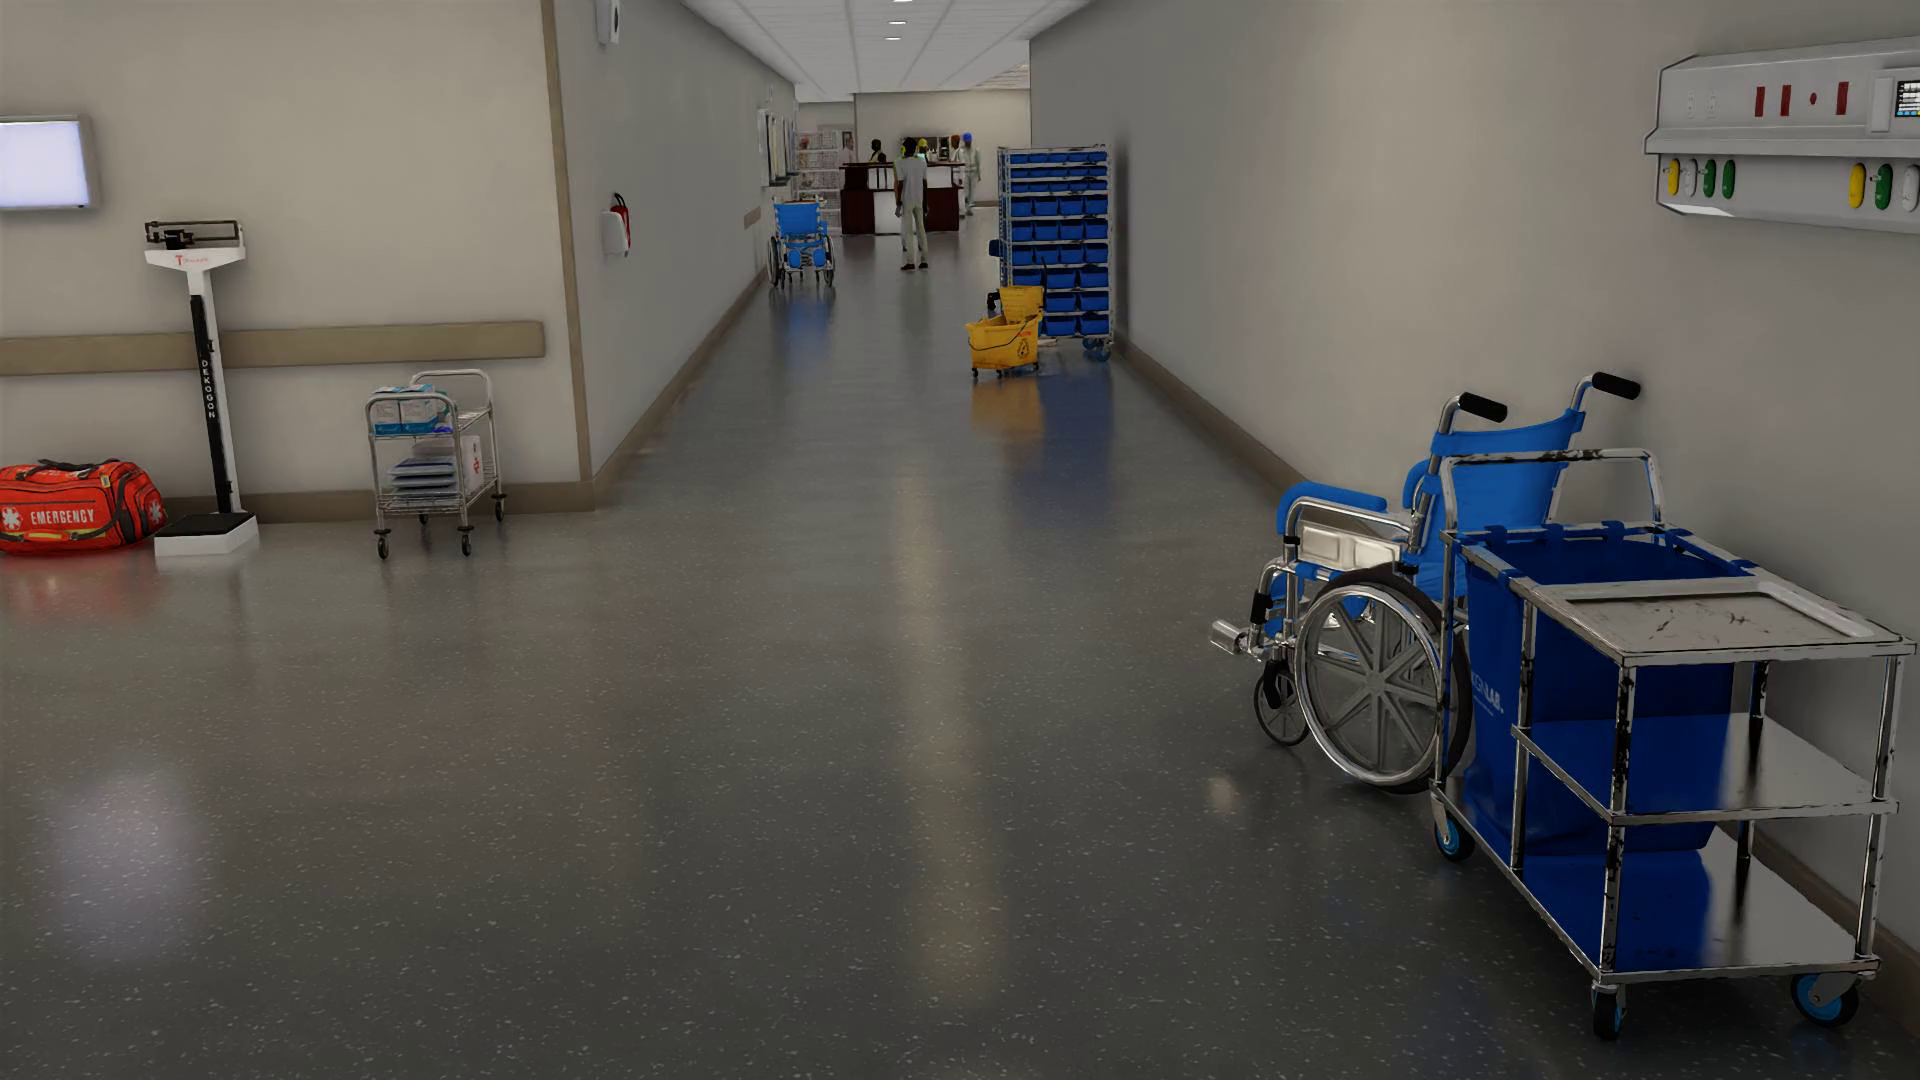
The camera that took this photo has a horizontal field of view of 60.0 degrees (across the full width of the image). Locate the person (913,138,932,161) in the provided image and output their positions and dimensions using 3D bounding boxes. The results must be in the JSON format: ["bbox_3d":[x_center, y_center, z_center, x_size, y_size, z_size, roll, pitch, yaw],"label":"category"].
[{"bbox_3d":[-0.859,-8.642,39.669,0.587,1.823,0.404,-2,14,0],"label":"person"}]

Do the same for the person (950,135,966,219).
[{"bbox_3d":[-0.064,-8.214,37.674,0.342,1.883,0.586,-6,14,-17],"label":"person"}]

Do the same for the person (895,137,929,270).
[{"bbox_3d":[-0.684,-4.773,23.637,0.528,1.869,0.313,-10,16,-29],"label":"person"}]

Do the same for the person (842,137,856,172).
[{"bbox_3d":[-3.112,-10.500,47.384,0.407,1.906,0.655,-1,14,5],"label":"person"}]

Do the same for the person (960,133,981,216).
[{"bbox_3d":[0.198,-8.585,39.091,0.603,1.923,0.459,-7,15,-20],"label":"person"}]

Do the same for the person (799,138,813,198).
[{"bbox_3d":[-4.542,-11.001,49.564,0.491,1.924,0.581,-4,14,-9],"label":"person"}]

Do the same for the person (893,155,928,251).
[{"bbox_3d":[-0.820,-5.734,27.680,0.561,1.838,0.387,-3,14,-6],"label":"person"}]

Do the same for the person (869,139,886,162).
[{"bbox_3d":[-2.011,-8.822,40.497,0.429,1.844,0.626,-8,15,-23],"label":"person"}]
